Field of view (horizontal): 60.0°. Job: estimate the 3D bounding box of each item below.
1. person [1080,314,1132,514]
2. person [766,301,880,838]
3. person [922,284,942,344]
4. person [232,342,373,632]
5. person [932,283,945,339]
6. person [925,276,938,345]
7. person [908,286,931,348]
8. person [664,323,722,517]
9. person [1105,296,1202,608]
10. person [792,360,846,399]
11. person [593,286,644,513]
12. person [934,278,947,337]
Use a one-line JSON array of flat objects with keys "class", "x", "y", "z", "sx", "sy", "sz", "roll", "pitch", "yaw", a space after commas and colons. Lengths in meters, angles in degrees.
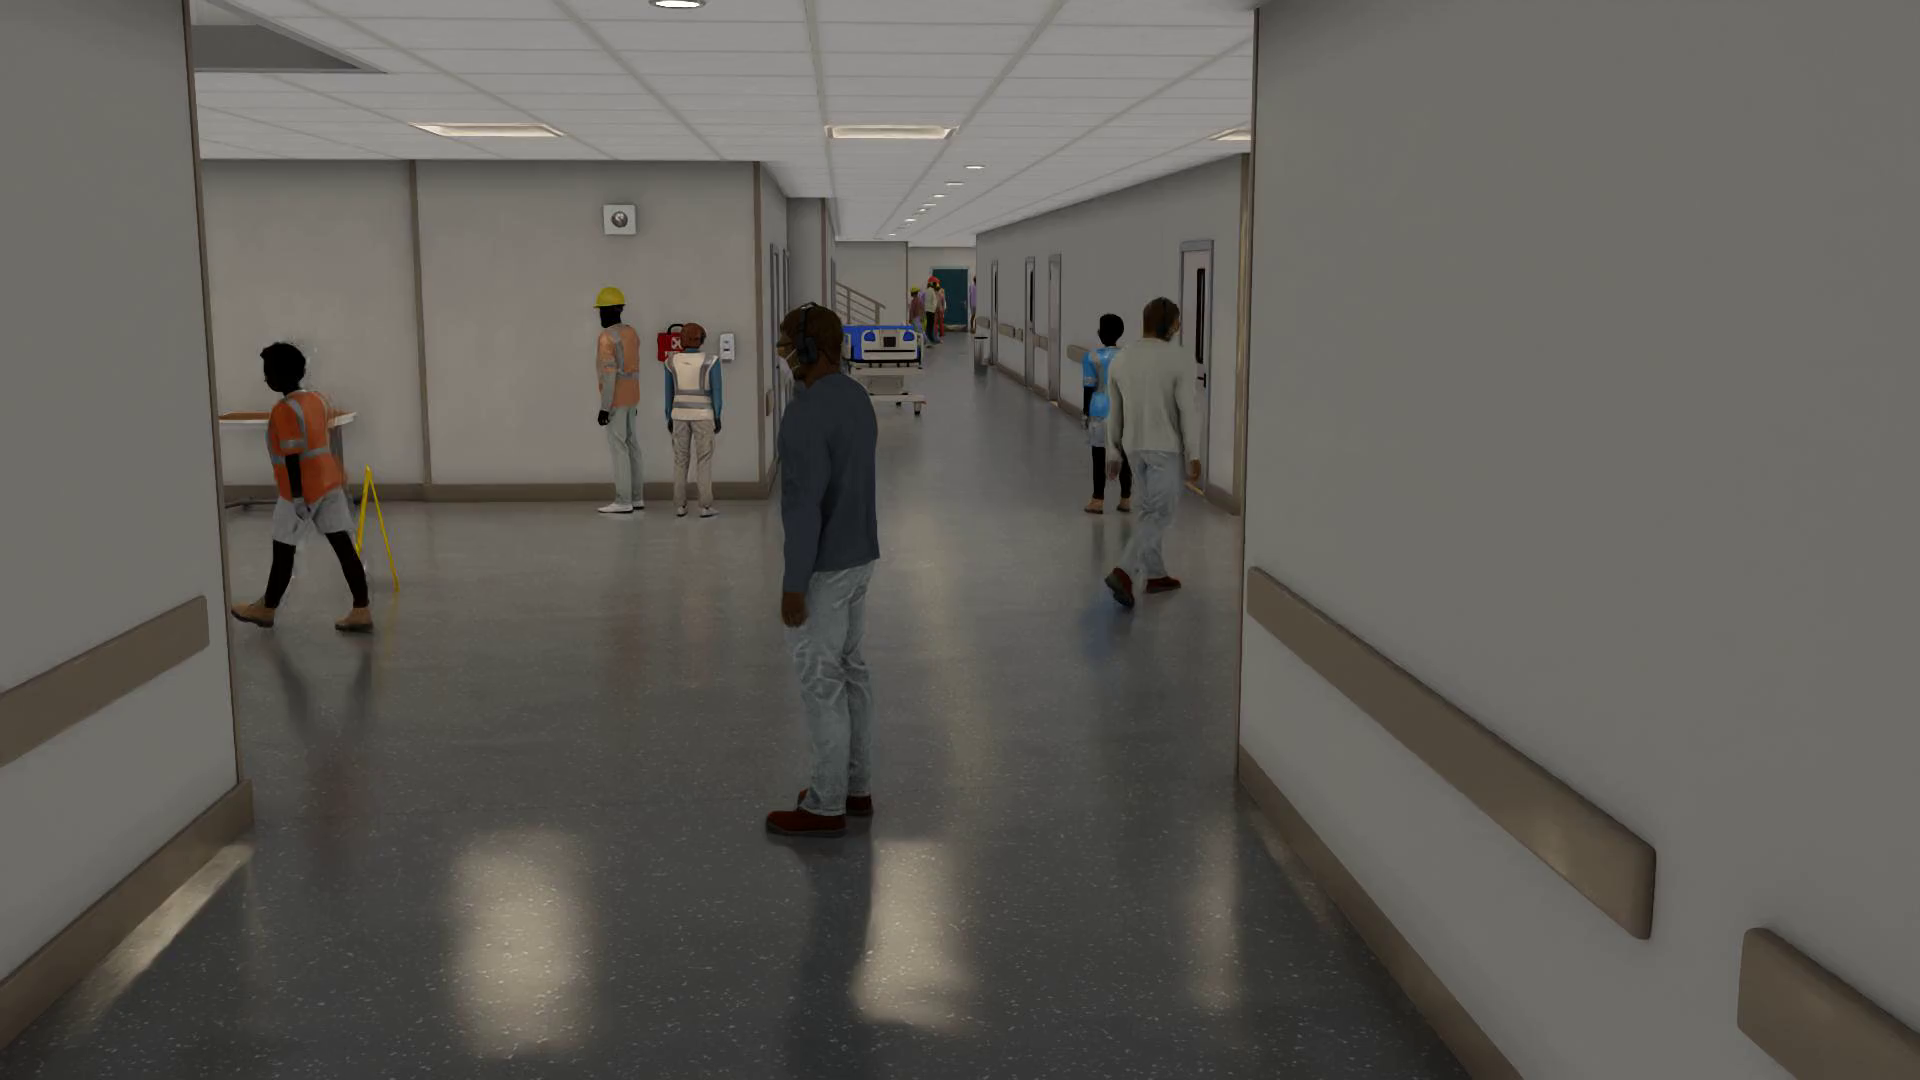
[{"class": "person", "x": 1.272, "y": -1.067, "z": 14.130, "sx": 0.540, "sy": 1.697, "sz": 0.316, "roll": -3, "pitch": 10, "yaw": -18}, {"class": "person", "x": -0.487, "y": 0.108, "z": 6.037, "sx": 0.378, "sy": 1.931, "sz": 0.636, "roll": 3, "pitch": 9, "yaw": 16}, {"class": "person", "x": -0.857, "y": -6.624, "z": 48.738, "sx": 0.586, "sy": 1.802, "sz": 0.968, "roll": 7, "pitch": 12, "yaw": 39}, {"class": "person", "x": -3.724, "y": -0.286, "z": 9.362, "sx": 0.867, "sy": 1.639, "sz": 0.556, "roll": 2, "pitch": 9, "yaw": 11}, {"class": "person", "x": -0.726, "y": -7.238, "z": 52.665, "sx": 0.522, "sy": 1.768, "sz": 0.314, "roll": -4, "pitch": 10, "yaw": -23}, {"class": "person", "x": -0.825, "y": -6.654, "z": 48.319, "sx": 0.398, "sy": 1.990, "sz": 0.617, "roll": 2, "pitch": 9, "yaw": 10}, {"class": "person", "x": -1.187, "y": -6.199, "z": 46.288, "sx": 0.924, "sy": 1.718, "sz": 0.538, "roll": 3, "pitch": 10, "yaw": 19}, {"class": "person", "x": -2.238, "y": -1.003, "z": 13.961, "sx": 0.503, "sy": 1.630, "sz": 0.323, "roll": 2, "pitch": 9, "yaw": 14}, {"class": "person", "x": 1.162, "y": -0.544, "z": 10.236, "sx": 0.631, "sy": 1.906, "sz": 0.941, "roll": 9, "pitch": 12, "yaw": 43}, {"class": "person", "x": -1.174, "y": -1.042, "z": 14.210, "sx": 0.508, "sy": 1.616, "sz": 0.645, "roll": 6, "pitch": 11, "yaw": 32}, {"class": "person", "x": -2.931, "y": -1.189, "z": 14.181, "sx": 0.382, "sy": 1.924, "sz": 0.594, "roll": 2, "pitch": 9, "yaw": 15}, {"class": "person", "x": -0.741, "y": -7.617, "z": 54.566, "sx": 0.637, "sy": 1.926, "sz": 0.433, "roll": -2, "pitch": 9, "yaw": -10}]
